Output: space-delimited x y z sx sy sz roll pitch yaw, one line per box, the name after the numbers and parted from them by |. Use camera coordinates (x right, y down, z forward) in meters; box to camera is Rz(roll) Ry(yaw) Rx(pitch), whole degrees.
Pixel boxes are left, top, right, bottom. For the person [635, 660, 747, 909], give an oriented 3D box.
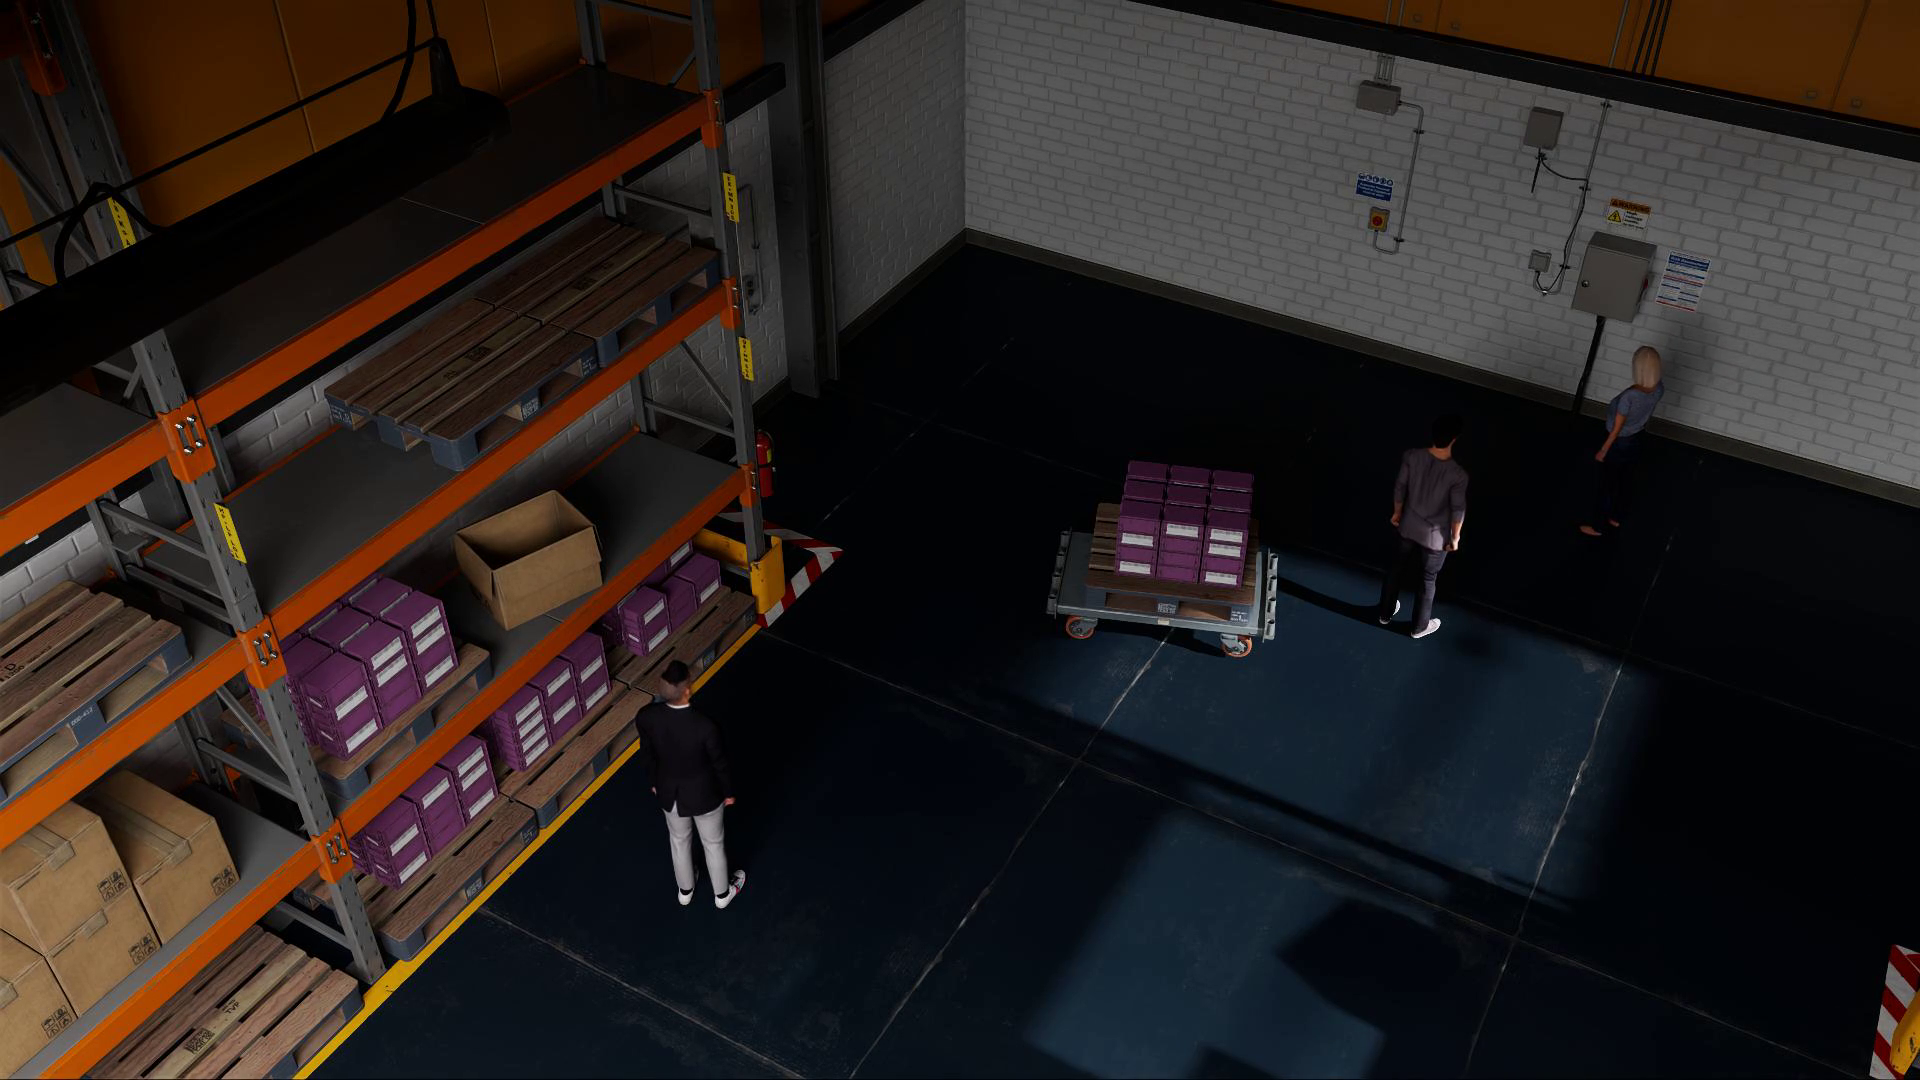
-1.609 1.455 9.869 0.772 1.959 0.713 8 39 10 | person

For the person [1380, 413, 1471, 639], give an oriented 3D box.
3.330 -0.112 11.917 0.719 1.851 0.597 29 47 31 | person

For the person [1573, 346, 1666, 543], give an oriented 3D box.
5.124 -0.738 12.806 0.614 1.719 0.720 -19 42 -22 | person
